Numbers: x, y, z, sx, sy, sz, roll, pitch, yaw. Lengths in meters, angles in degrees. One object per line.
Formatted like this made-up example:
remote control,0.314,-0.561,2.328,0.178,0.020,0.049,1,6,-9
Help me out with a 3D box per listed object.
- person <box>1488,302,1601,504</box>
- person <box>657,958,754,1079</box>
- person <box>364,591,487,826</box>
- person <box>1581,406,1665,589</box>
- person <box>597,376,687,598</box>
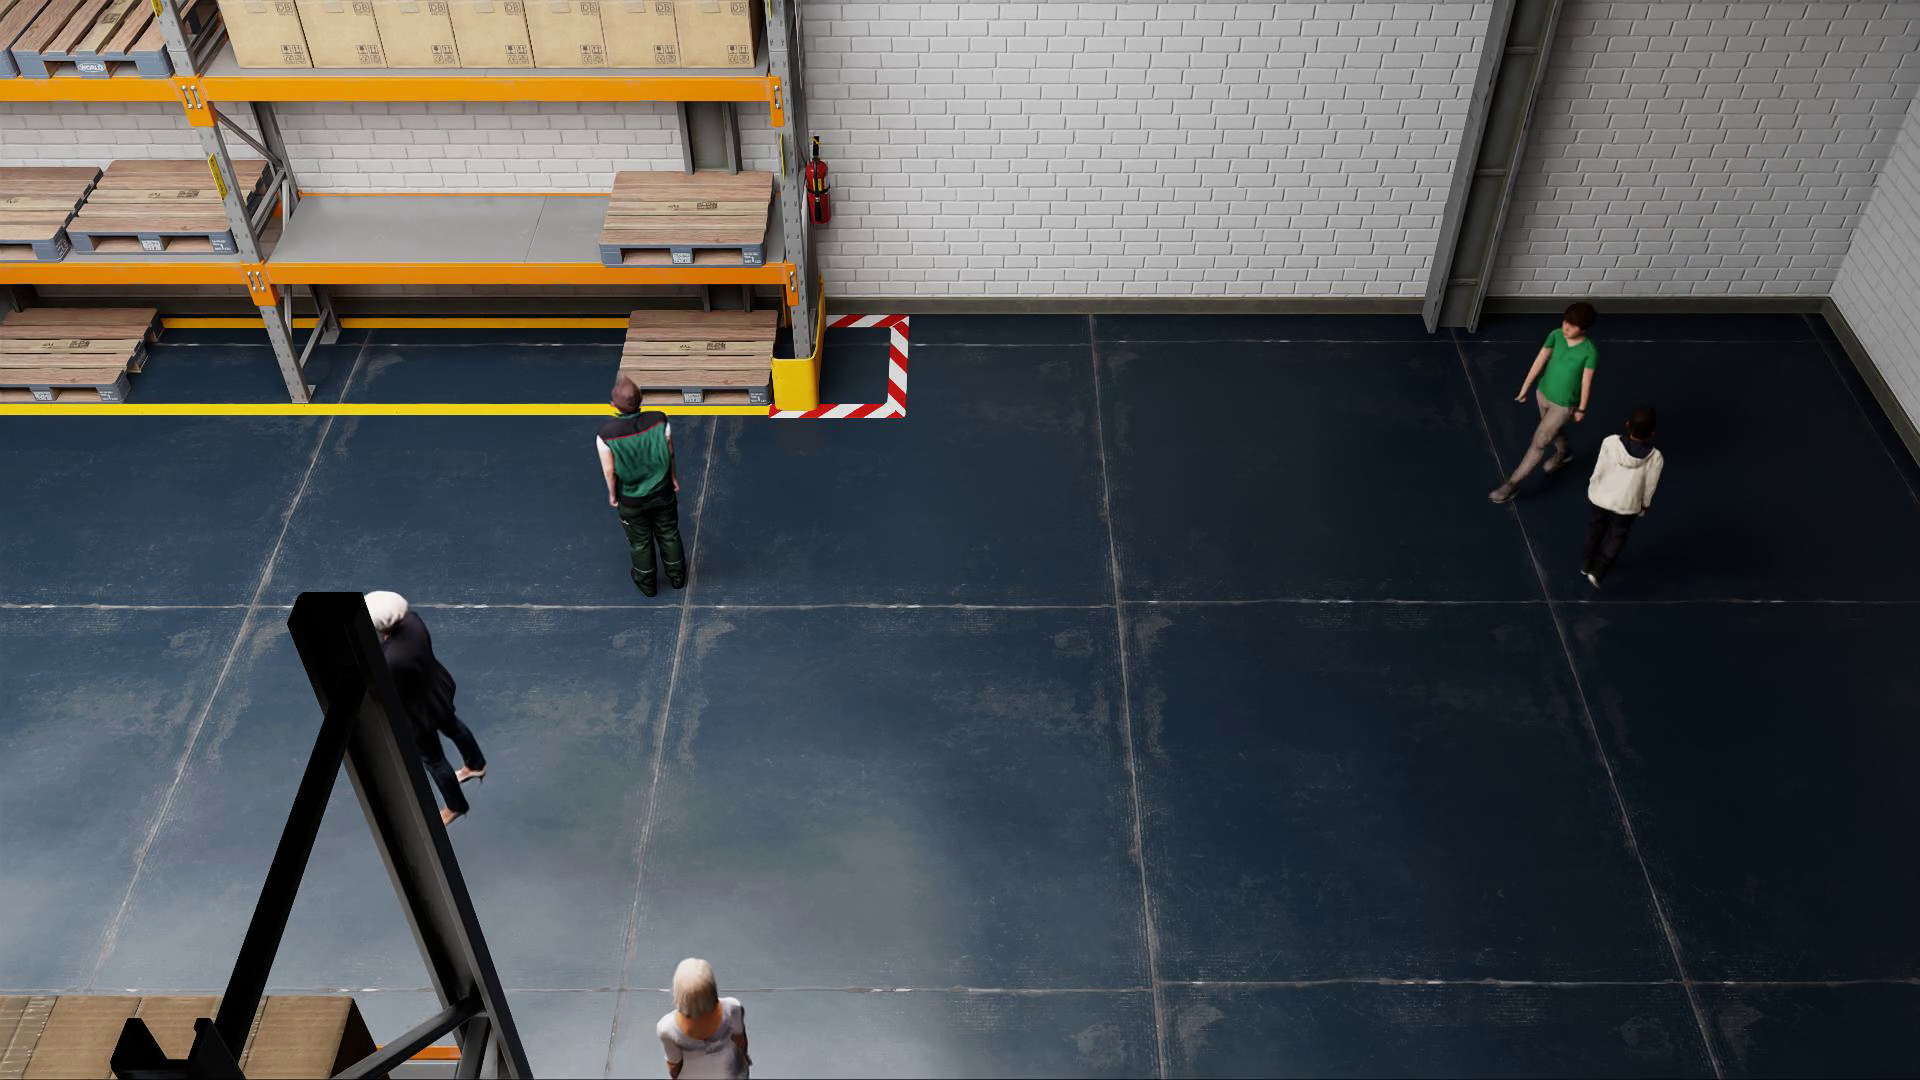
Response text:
person,4.338,-1.044,11.929,1.196,1.607,1.003,-24,49,-23
person,-1.198,2.561,8.041,0.556,1.751,0.689,-15,46,-15
person,-2.904,0.858,9.041,0.635,1.776,0.744,6,44,6
person,4.404,-0.255,11.218,0.788,1.445,0.830,27,50,26
person,-2.102,-0.360,11.040,0.673,1.844,0.790,-17,46,-17
